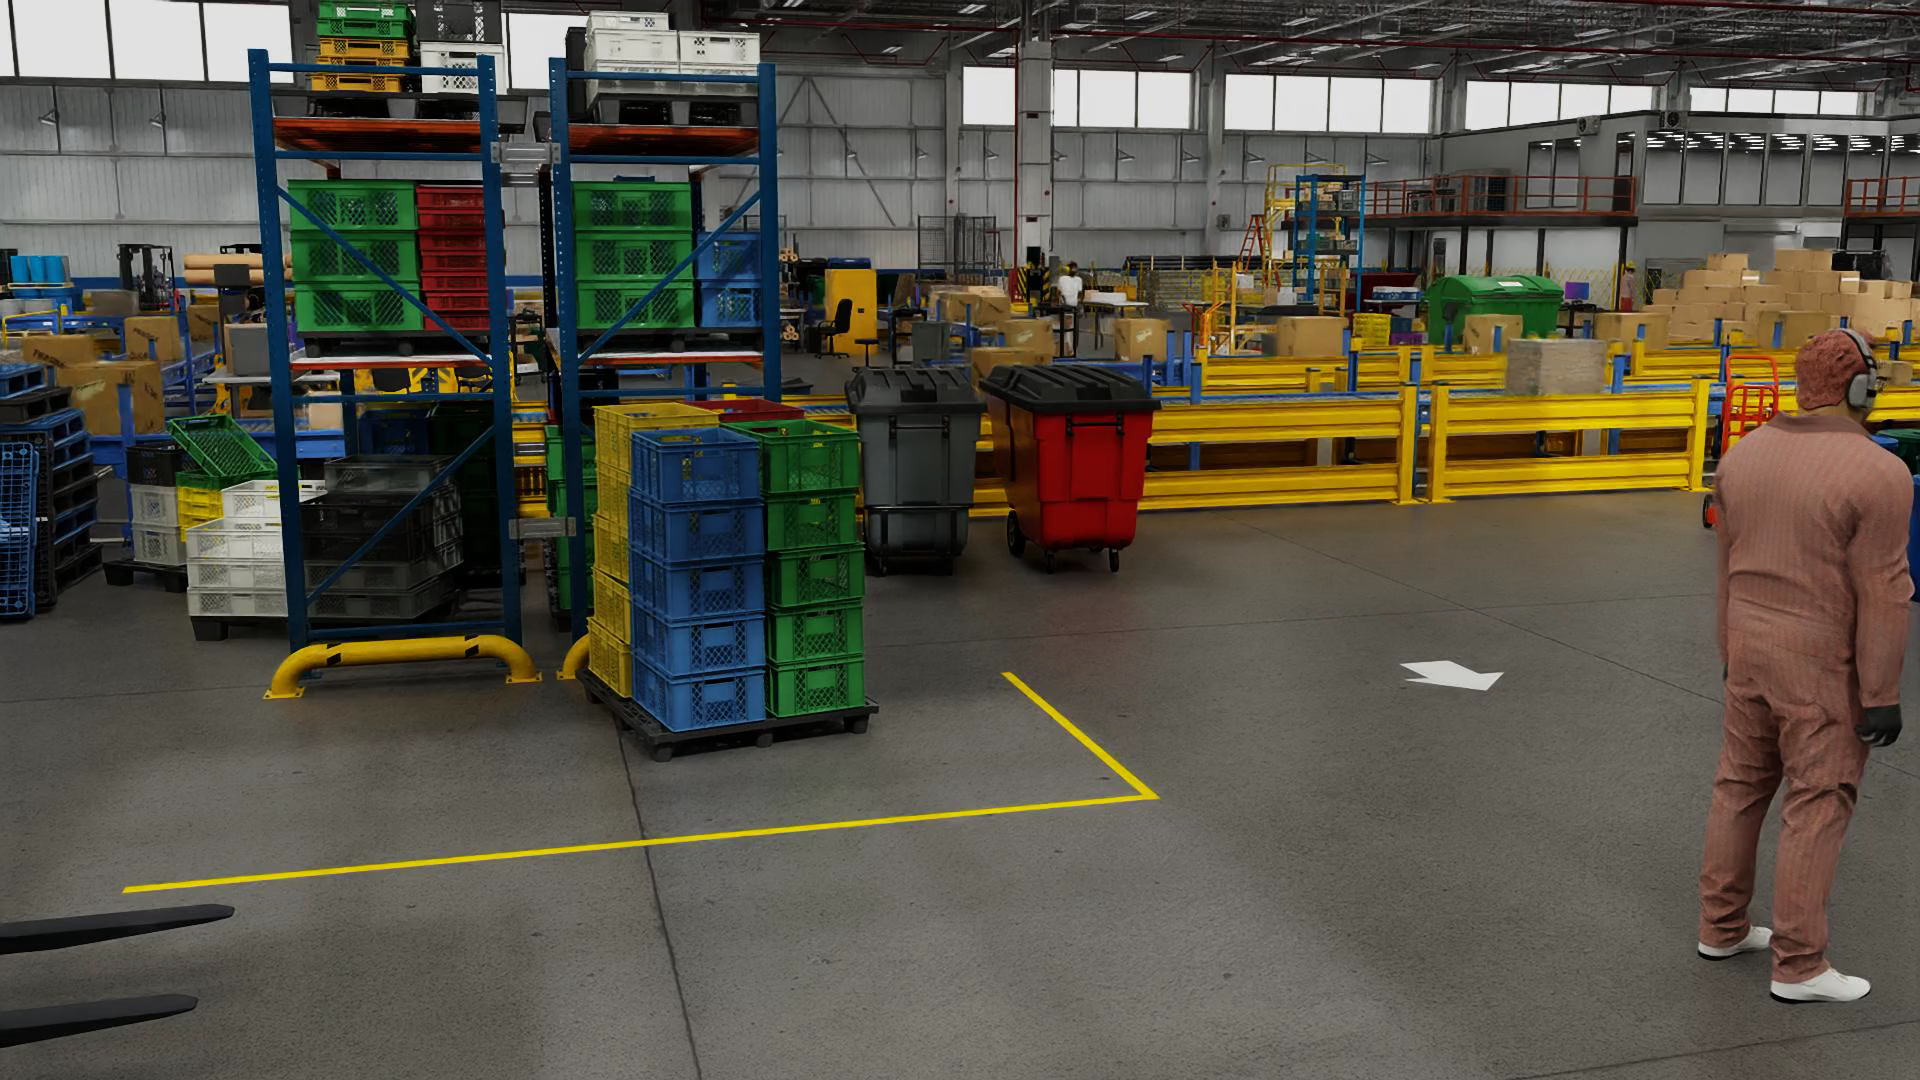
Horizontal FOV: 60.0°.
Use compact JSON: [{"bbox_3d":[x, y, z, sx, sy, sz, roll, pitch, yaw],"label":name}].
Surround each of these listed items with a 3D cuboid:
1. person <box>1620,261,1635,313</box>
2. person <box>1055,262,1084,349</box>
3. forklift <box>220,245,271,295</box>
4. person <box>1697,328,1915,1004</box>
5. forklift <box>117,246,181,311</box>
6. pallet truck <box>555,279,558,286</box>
[{"bbox_3d":[16.058,-5.805,39.971,0.300,1.772,0.532,-1,10,-8],"label":"person"},{"bbox_3d":[2.228,-4.617,33.123,0.547,1.811,0.966,-4,11,-19],"label":"person"},{"bbox_3d":[-17.749,-6.334,41.440,1.157,1.987,2.680,-3,10,-17],"label":"forklift"},{"bbox_3d":[2.431,0.353,4.751,0.395,1.900,0.641,-3,11,-17],"label":"person"},{"bbox_3d":[-19.966,-6.232,40.894,1.157,1.987,2.680,-3,10,-15],"label":"forklift"},{"bbox_3d":[-10.604,-6.375,44.520,0.653,1.274,1.630,-3,10,-15],"label":"pallet truck"}]
